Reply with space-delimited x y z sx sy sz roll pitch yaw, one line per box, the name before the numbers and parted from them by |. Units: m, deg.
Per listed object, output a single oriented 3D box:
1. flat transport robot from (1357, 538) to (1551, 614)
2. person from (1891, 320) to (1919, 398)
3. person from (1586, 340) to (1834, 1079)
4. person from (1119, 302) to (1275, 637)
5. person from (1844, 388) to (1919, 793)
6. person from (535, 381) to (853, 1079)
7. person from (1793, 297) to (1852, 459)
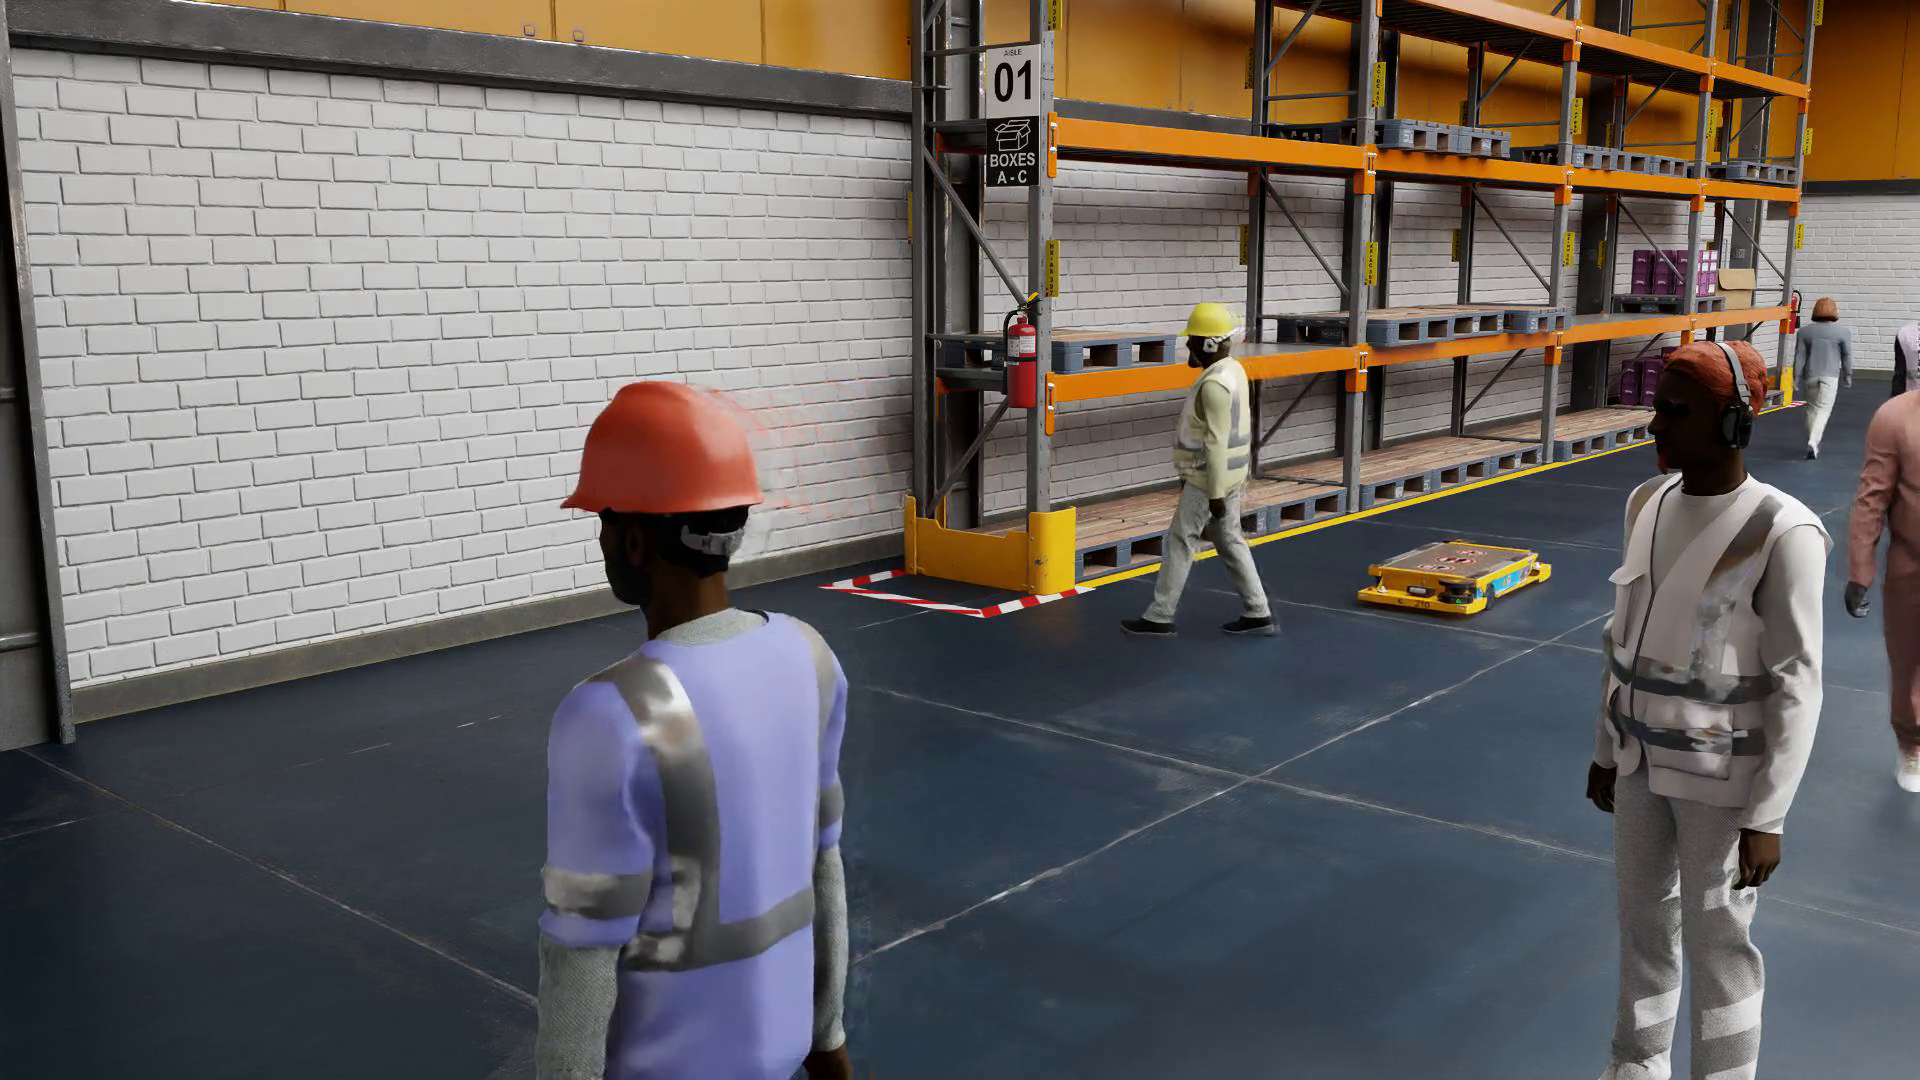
flat transport robot | 2.986 0.201 9.971 0.652 0.197 1.431 8 12 37
person | 6.812 -0.897 11.590 0.592 1.899 0.769 7 12 35
person | 1.577 0.511 3.623 0.349 1.881 0.584 -3 10 -15
person | 1.306 -0.358 8.828 0.805 1.798 0.591 4 11 21
person | 3.581 0.104 6.012 0.649 1.869 0.981 6 12 31
person | -0.327 0.722 2.381 0.962 1.903 0.555 5 11 28
person | 8.540 -1.616 16.526 0.500 1.599 0.791 8 13 39
